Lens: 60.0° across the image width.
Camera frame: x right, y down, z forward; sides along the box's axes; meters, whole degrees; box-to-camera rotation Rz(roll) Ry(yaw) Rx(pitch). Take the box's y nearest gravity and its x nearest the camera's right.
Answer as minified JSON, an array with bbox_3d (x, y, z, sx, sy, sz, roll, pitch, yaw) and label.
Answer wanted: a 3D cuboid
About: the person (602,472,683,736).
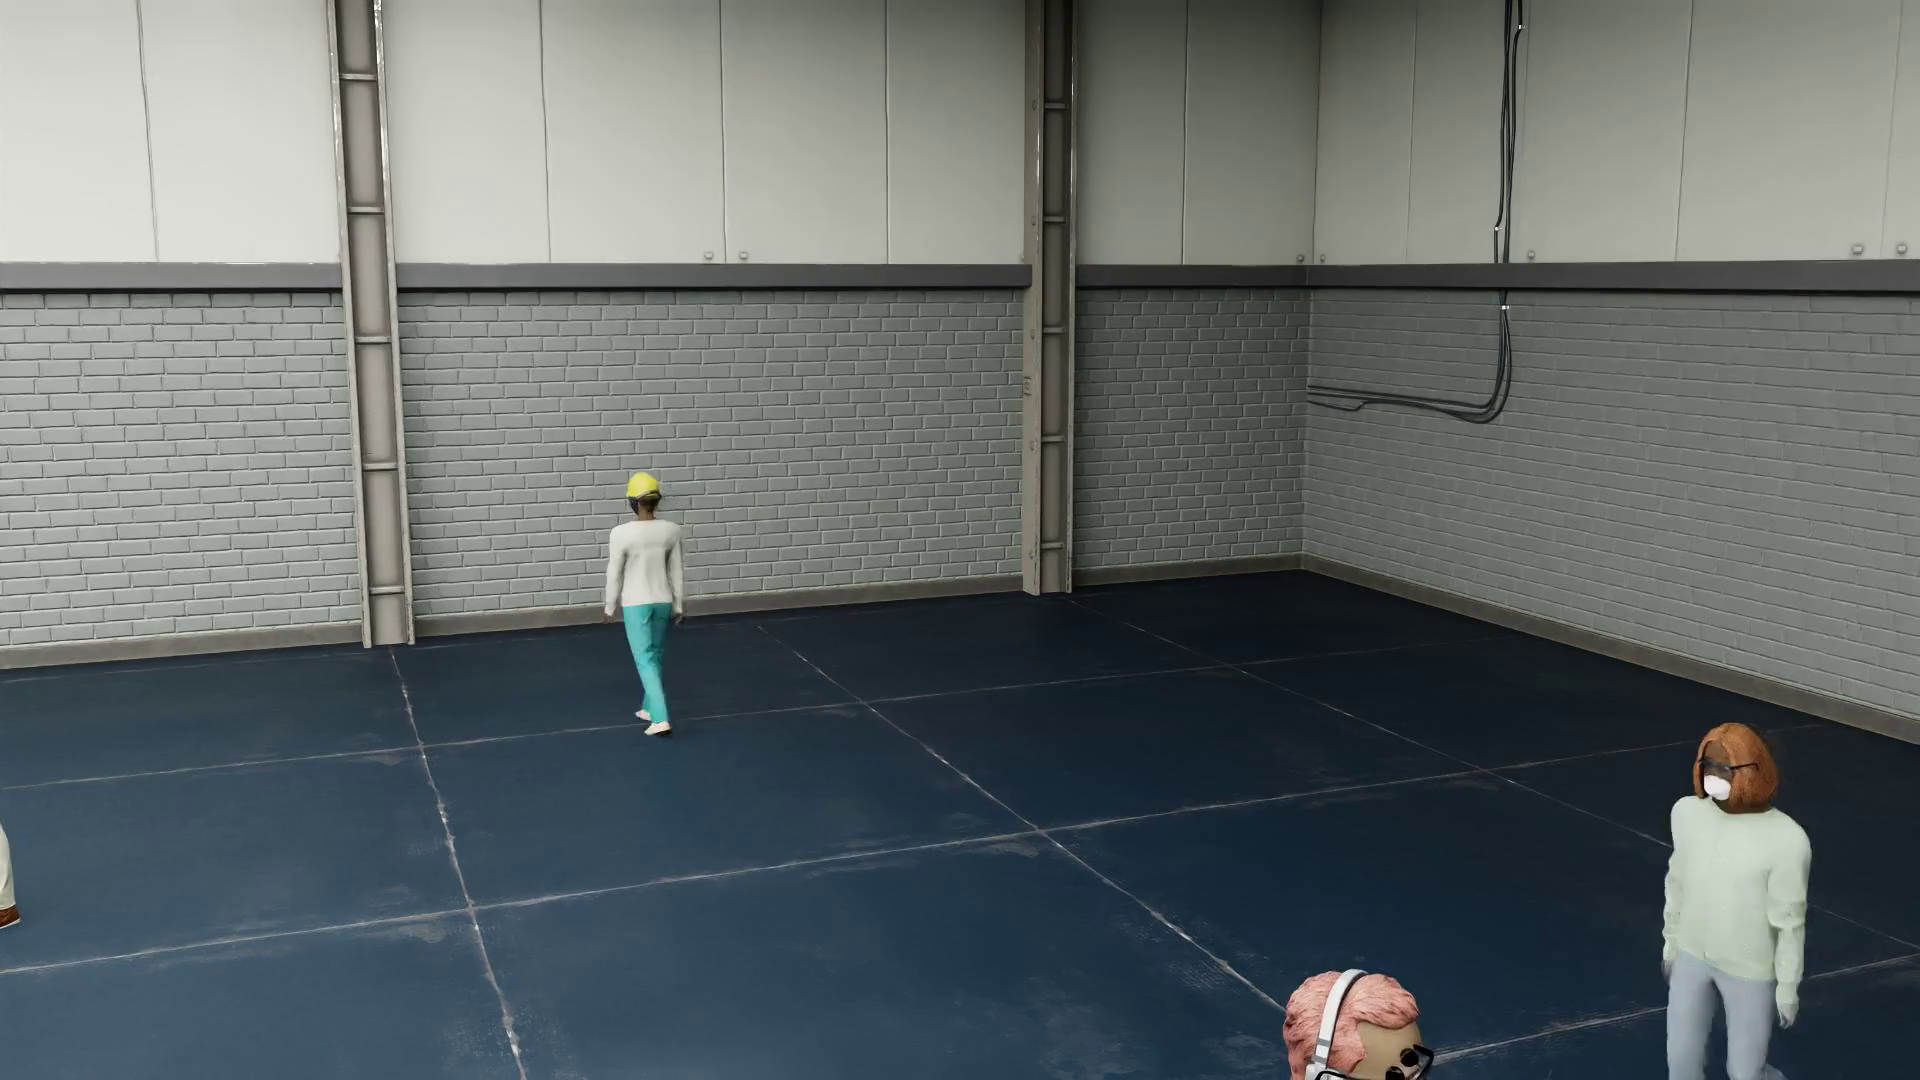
[{"bbox_3d":[-2.088,0.421,11.081,0.530,1.773,0.590,-8,12,-41],"label":"person"}]

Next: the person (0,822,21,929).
[{"bbox_3d":[-4.625,0.897,7.658,0.503,1.862,0.311,7,12,38],"label":"person"}]

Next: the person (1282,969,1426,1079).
[{"bbox_3d":[0.645,1.643,2.822,0.410,1.909,0.643,5,10,27],"label":"person"}]

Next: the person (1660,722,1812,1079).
[{"bbox_3d":[2.539,1.374,5.427,0.629,1.610,0.509,-5,10,-30],"label":"person"}]
